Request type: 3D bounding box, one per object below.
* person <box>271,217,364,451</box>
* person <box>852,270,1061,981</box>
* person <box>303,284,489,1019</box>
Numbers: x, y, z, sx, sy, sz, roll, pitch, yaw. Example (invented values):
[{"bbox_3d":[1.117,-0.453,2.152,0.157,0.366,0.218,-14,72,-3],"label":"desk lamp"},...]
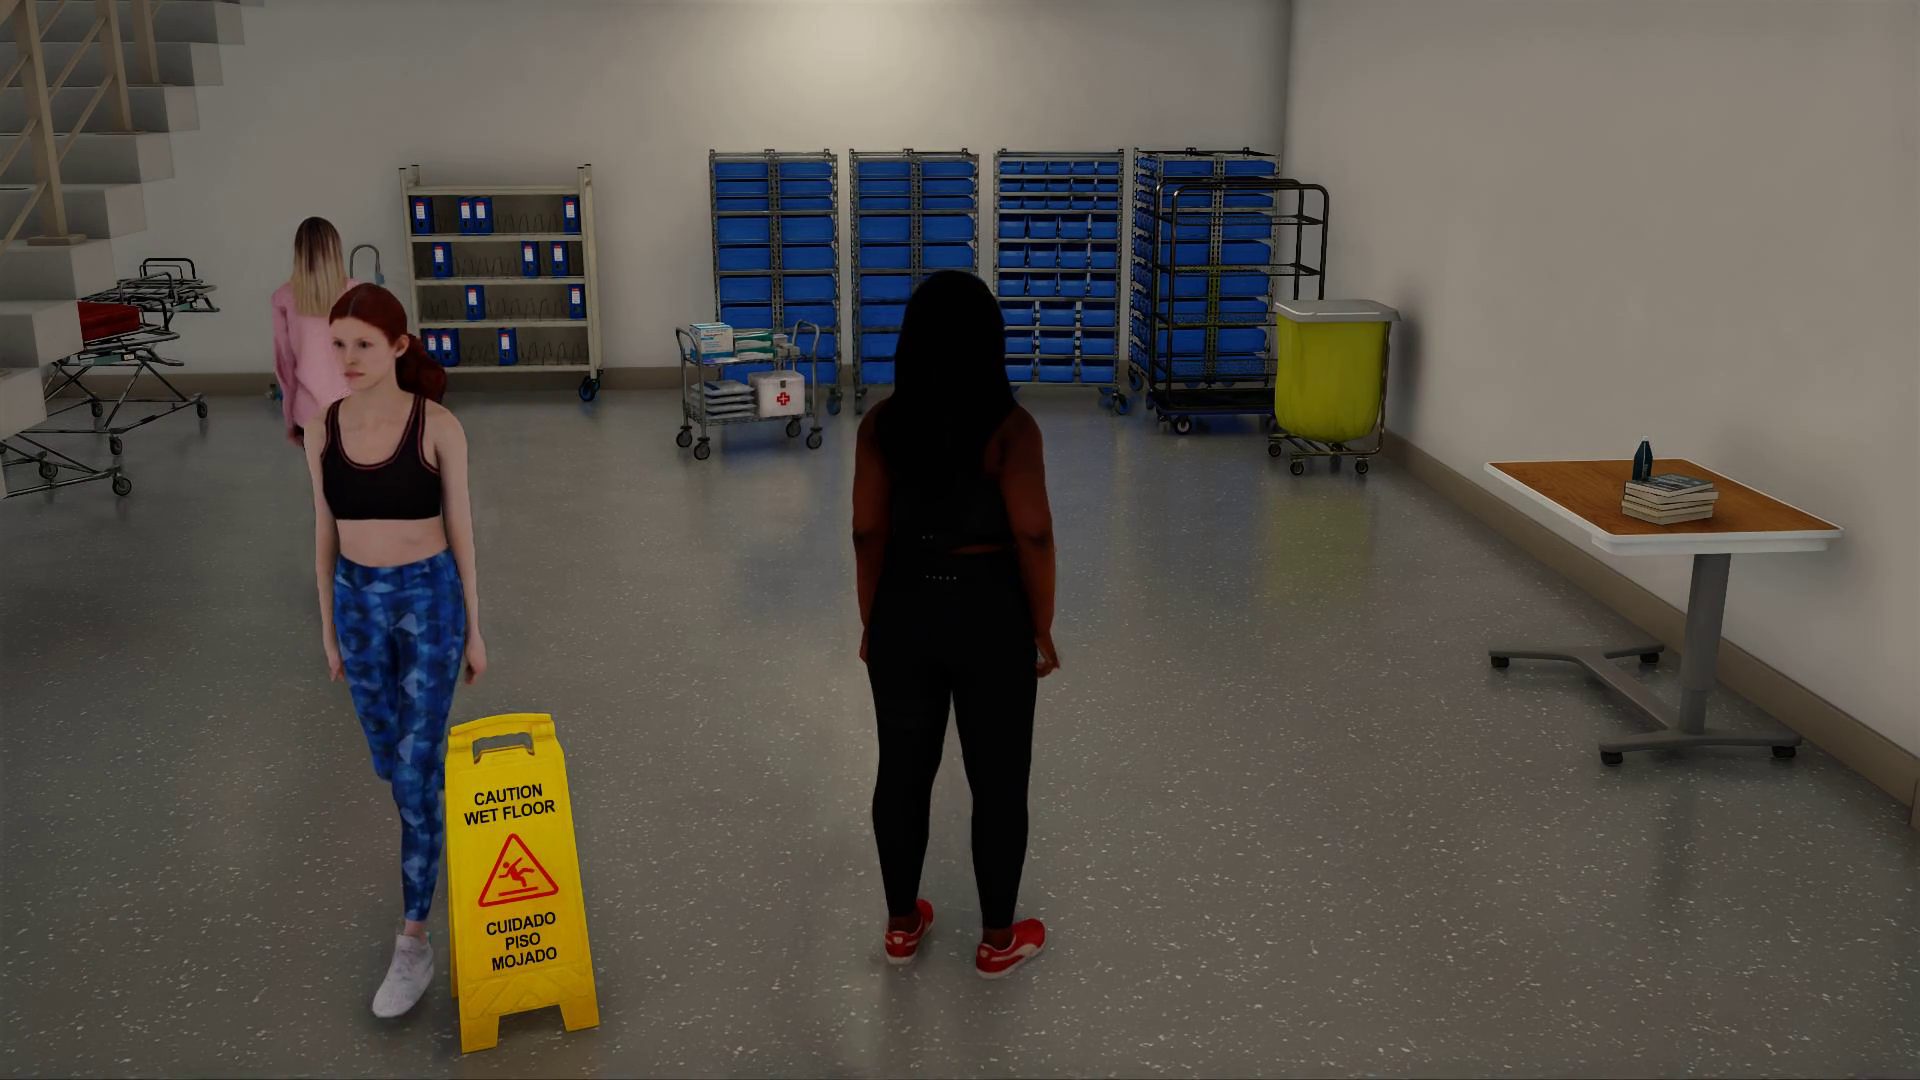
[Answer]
[{"bbox_3d":[-2.663,-0.506,7.097,0.617,1.654,0.998,-2,16,-7],"label":"person"},{"bbox_3d":[-0.021,0.230,4.189,0.769,1.816,0.760,5,17,18],"label":"person"},{"bbox_3d":[-1.397,0.241,4.256,0.684,1.759,1.142,1,16,4],"label":"person"}]
